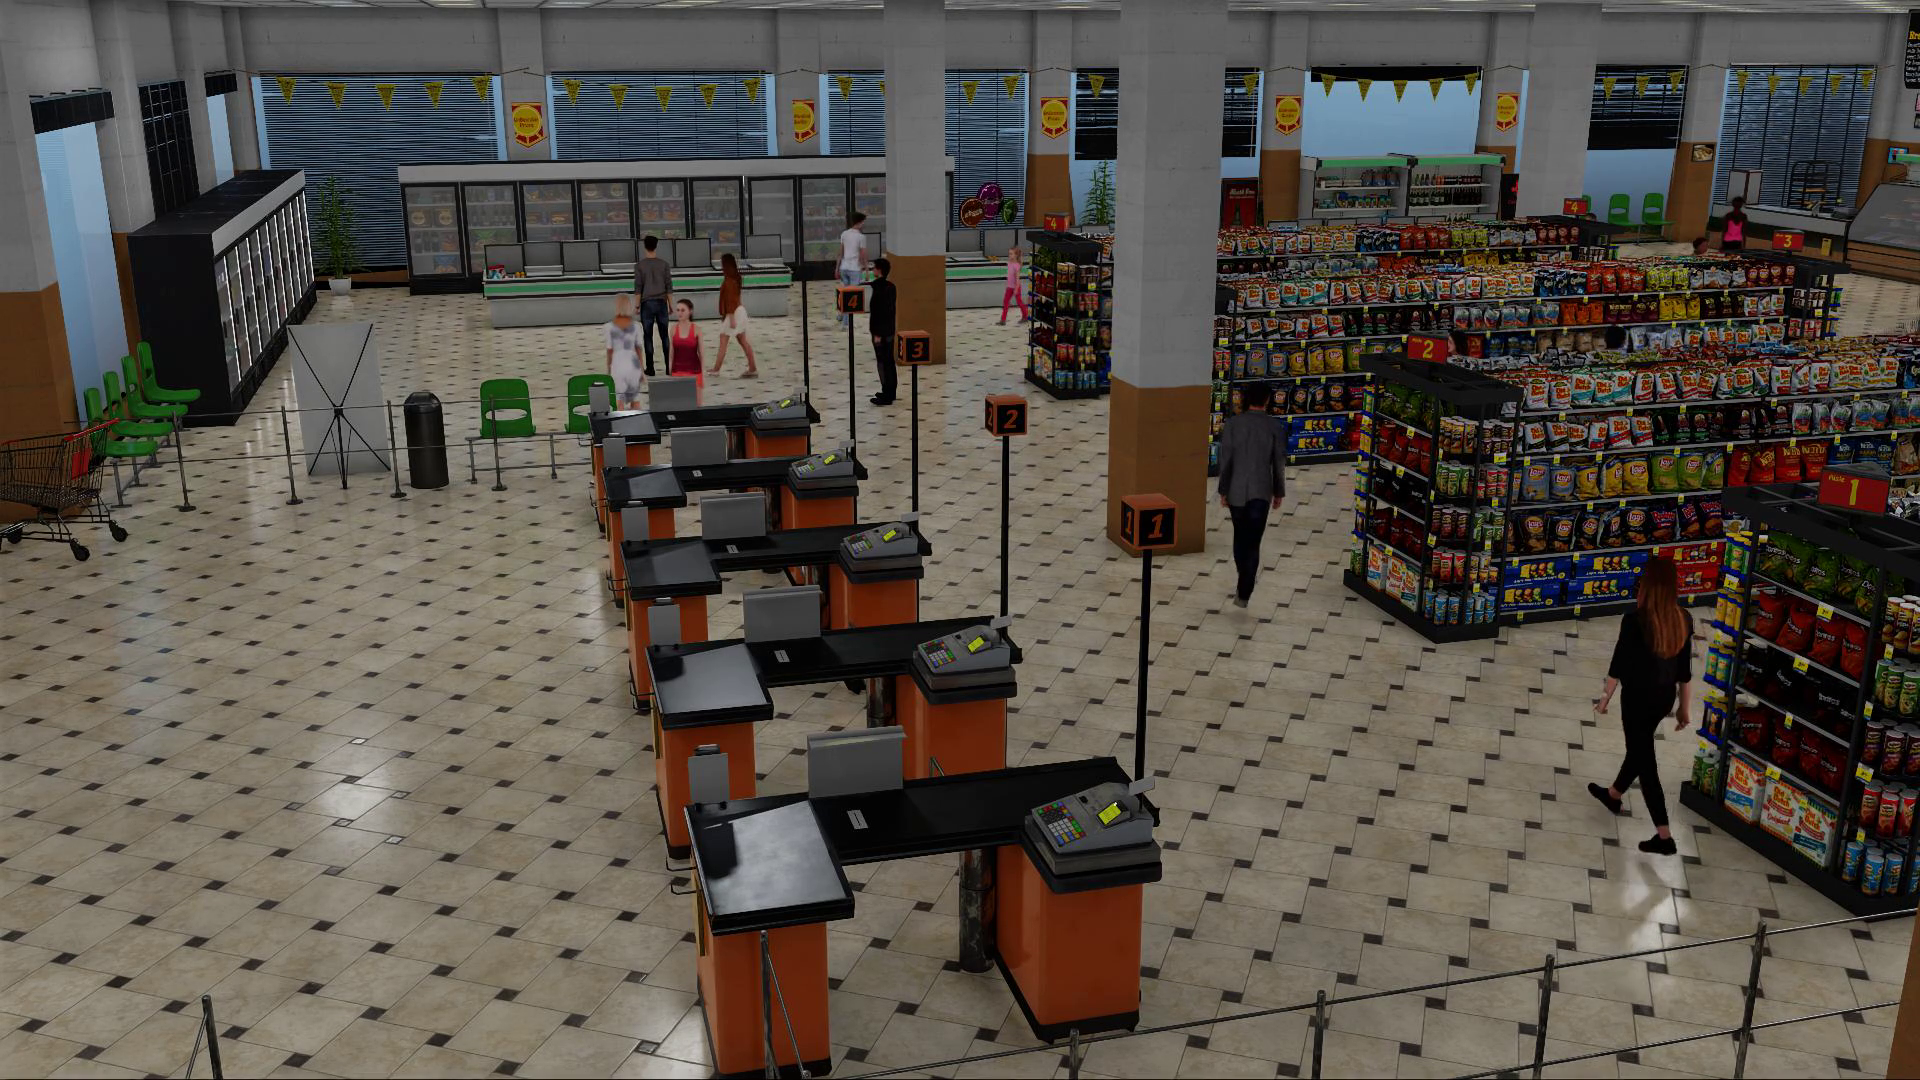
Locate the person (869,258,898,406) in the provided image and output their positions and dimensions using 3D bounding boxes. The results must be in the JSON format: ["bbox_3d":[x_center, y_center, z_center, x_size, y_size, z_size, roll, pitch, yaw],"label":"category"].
[{"bbox_3d":[-0.966,-2.654,21.135,0.744,1.838,0.800,3,17,9],"label":"person"}]

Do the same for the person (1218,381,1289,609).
[{"bbox_3d":[2.330,-0.320,13.495,1.297,1.811,1.246,6,18,18],"label":"person"}]

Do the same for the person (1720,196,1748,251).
[{"bbox_3d":[14.112,-5.387,30.386,1.072,1.693,1.096,8,19,26],"label":"person"}]

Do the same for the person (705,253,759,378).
[{"bbox_3d":[-3.006,-3.033,22.645,1.085,1.687,0.924,5,17,15],"label":"person"}]

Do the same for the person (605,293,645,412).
[{"bbox_3d":[-3.770,-1.898,18.833,0.808,1.729,0.653,-3,17,-11],"label":"person"}]

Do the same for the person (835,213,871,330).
[{"bbox_3d":[-1.773,-4.252,26.447,0.822,1.809,0.861,9,19,27],"label":"person"}]

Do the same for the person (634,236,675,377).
[{"bbox_3d":[-4.214,-3.223,22.899,0.512,1.903,0.774,-6,18,-19],"label":"person"}]

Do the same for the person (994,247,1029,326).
[{"bbox_3d":[0.920,-4.081,26.863,0.951,1.242,0.707,-12,20,-34],"label":"person"}]

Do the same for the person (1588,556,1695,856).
[{"bbox_3d":[3.964,0.978,9.468,1.110,1.667,0.673,-4,17,-12],"label":"person"}]

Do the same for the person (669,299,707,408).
[{"bbox_3d":[-3.039,-1.827,18.566,0.553,1.750,0.687,1,17,4],"label":"person"}]
